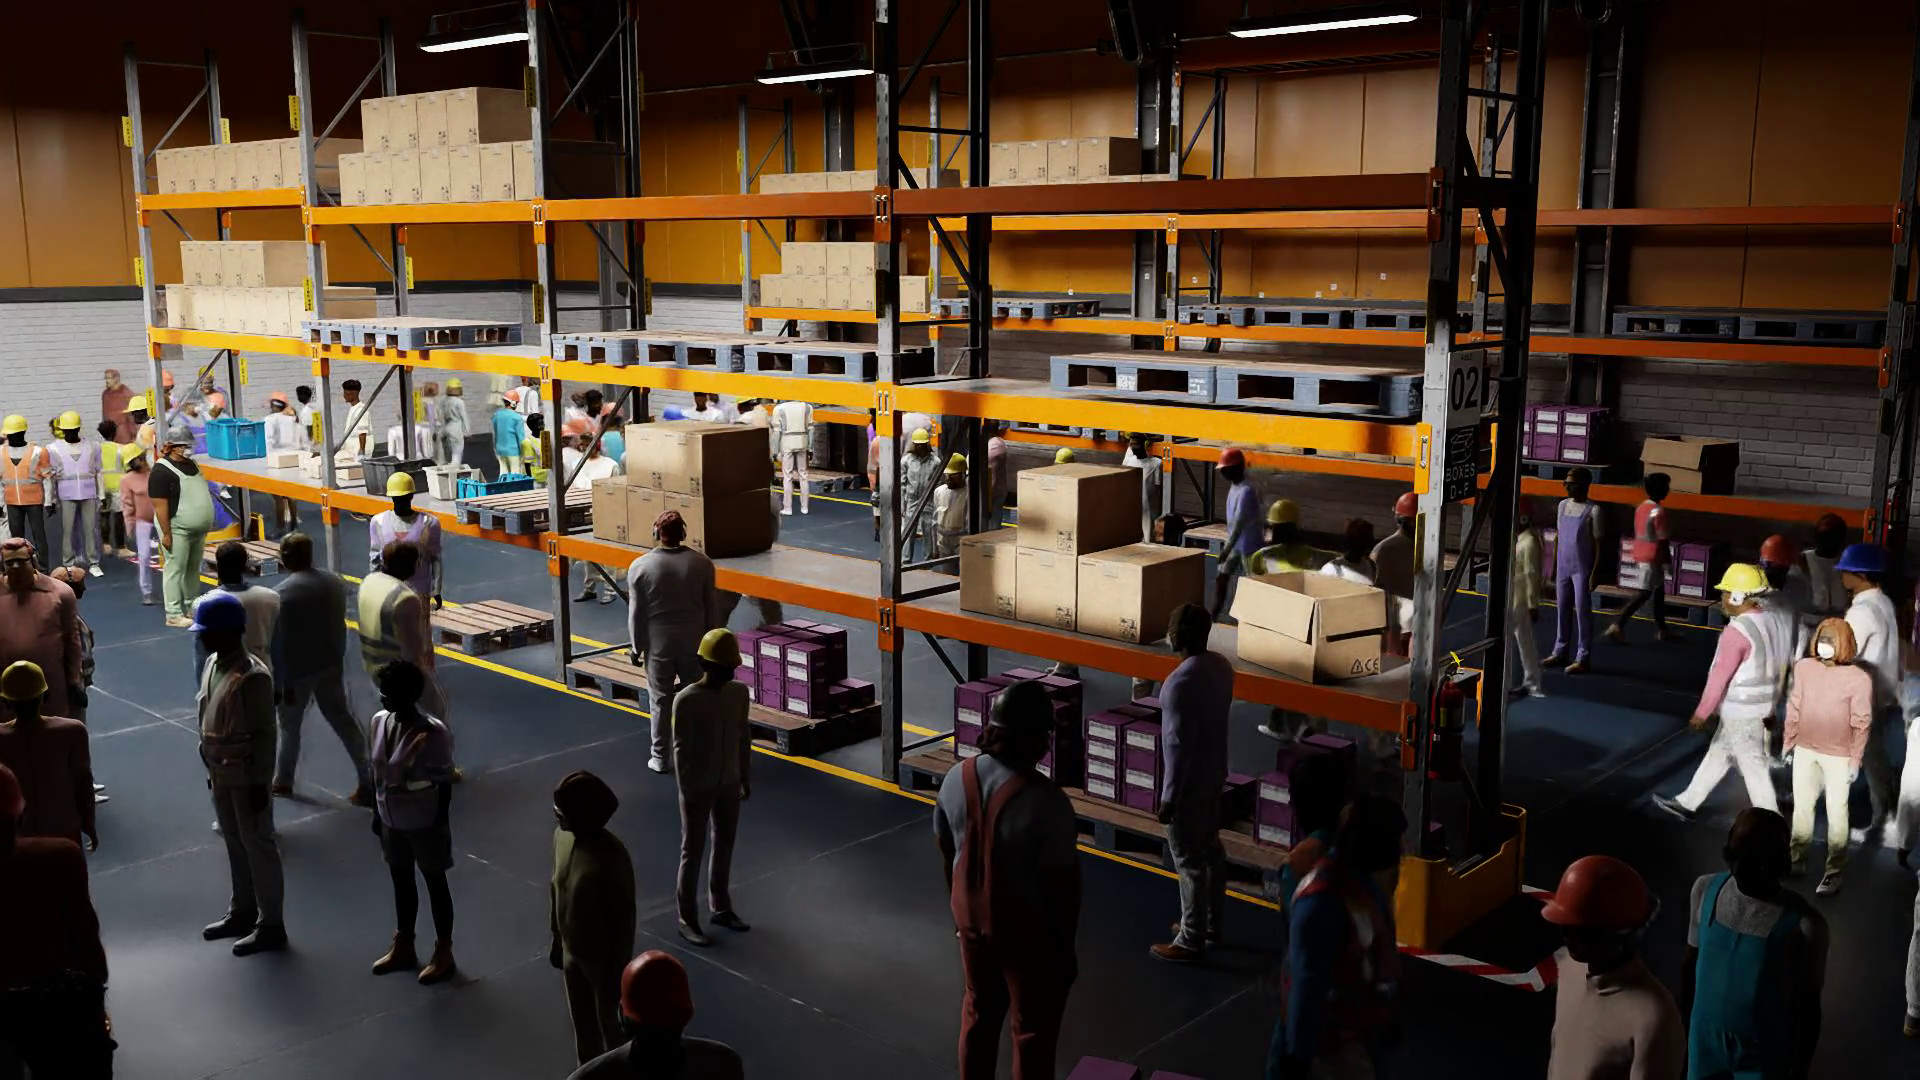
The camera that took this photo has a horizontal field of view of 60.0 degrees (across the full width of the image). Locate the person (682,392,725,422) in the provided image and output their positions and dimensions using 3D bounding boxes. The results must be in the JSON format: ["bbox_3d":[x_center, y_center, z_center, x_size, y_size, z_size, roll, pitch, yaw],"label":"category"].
[{"bbox_3d":[-3.467,-1.130,22.422,0.618,1.924,0.816,1,10,7],"label":"person"}]

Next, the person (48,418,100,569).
[{"bbox_3d":[-10.322,-0.540,19.444,0.555,1.795,1.021,-7,12,-36],"label":"person"}]

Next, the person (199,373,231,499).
[{"bbox_3d":[-11.154,-1.535,24.758,0.649,1.904,0.401,-8,13,-37],"label":"person"}]

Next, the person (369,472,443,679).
[{"bbox_3d":[-4.587,0.391,13.799,0.584,1.928,0.371,-1,10,-7],"label":"person"}]

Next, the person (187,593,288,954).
[{"bbox_3d":[-3.885,1.239,8.947,0.614,1.946,0.389,9,13,40],"label":"person"}]

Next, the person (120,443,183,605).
[{"bbox_3d":[-8.542,-0.186,17.612,0.562,1.734,0.376,-6,11,-29],"label":"person"}]

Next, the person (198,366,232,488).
[{"bbox_3d":[-11.637,-1.738,25.867,0.395,1.919,0.589,6,12,31],"label":"person"}]

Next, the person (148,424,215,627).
[{"bbox_3d":[-7.725,-0.160,16.595,0.539,2.000,0.684,1,10,7],"label":"person"}]

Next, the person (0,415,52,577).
[{"bbox_3d":[-10.427,-0.441,18.527,0.585,1.921,0.383,-1,10,-8],"label":"person"}]

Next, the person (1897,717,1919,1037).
[{"bbox_3d":[4.744,1.466,7.845,0.585,1.882,0.337,10,14,44],"label":"person"}]

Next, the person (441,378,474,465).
[{"bbox_3d":[-7.877,-1.662,25.996,0.510,1.721,0.417,8,13,39],"label":"person"}]

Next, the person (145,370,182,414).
[{"bbox_3d":[-11.272,-1.402,23.656,0.617,2.032,0.407,-2,10,-13],"label":"person"}]

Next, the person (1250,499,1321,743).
[{"bbox_3d":[2.453,0.653,12.435,0.590,1.902,0.829,-4,11,-24],"label":"person"}]

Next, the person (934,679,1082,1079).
[{"bbox_3d":[0.257,1.559,6.877,0.685,2.000,0.535,10,14,43],"label":"person"}]

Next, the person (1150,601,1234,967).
[{"bbox_3d":[1.228,1.275,8.770,0.352,1.937,0.635,6,12,31],"label":"person"}]

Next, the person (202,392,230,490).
[{"bbox_3d":[-10.679,-1.250,23.674,0.636,1.716,0.654,7,12,34],"label":"person"}]

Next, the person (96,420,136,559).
[{"bbox_3d":[-10.281,-0.613,20.179,0.551,1.675,0.410,-1,10,-6],"label":"person"}]

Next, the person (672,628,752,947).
[{"bbox_3d":[-1.320,1.328,9.016,0.373,1.752,0.516,9,14,42],"label":"person"}]

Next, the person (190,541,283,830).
[{"bbox_3d":[-4.626,0.956,10.724,0.609,1.884,0.488,-10,14,-44],"label":"person"}]

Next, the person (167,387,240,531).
[{"bbox_3d":[-9.883,-1.022,21.469,1.066,2.000,0.681,3,11,19],"label":"person"}]

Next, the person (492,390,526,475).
[{"bbox_3d":[-6.411,-1.280,23.791,0.573,1.738,0.351,5,11,28],"label":"person"}]

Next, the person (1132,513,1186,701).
[{"bbox_3d":[1.506,0.708,12.300,0.630,1.831,0.429,9,13,42],"label":"person"}]

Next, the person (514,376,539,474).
[{"bbox_3d":[-6.766,-1.739,26.007,0.567,1.878,0.352,8,13,38],"label":"person"}]

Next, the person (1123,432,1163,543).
[{"bbox_3d":[1.926,-0.262,17.714,0.526,1.856,0.349,7,12,36],"label":"person"}]

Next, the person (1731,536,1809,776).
[{"bbox_3d":[5.796,0.825,11.929,0.573,1.733,0.510,-1,10,-8],"label":"person"}]

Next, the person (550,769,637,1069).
[{"bbox_3d":[-1.548,1.746,6.971,0.498,1.633,0.280,9,13,41],"label":"person"}]

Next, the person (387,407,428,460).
[{"bbox_3d":[-7.509,-1.016,22.660,0.534,1.614,0.664,-5,11,-27],"label":"person"}]

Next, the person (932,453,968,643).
[{"bbox_3d":[-0.022,0.072,15.918,0.586,1.824,0.404,6,12,29],"label":"person"}]

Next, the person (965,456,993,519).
[{"bbox_3d":[0.242,-0.419,18.604,0.389,1.847,0.563,-5,11,-26],"label":"person"}]

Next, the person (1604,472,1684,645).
[{"bbox_3d":[6.522,0.178,15.749,0.803,1.667,0.539,0,10,1],"label":"person"}]

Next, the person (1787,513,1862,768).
[{"bbox_3d":[6.302,0.729,12.099,0.577,1.849,0.849,0,10,1],"label":"person"}]

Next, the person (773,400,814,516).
[{"bbox_3d":[-2.344,-1.300,23.361,0.595,1.925,0.370,-4,11,-24],"label":"person"}]

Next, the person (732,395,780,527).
[{"bbox_3d":[-2.767,-1.073,22.250,0.700,1.864,0.605,5,11,27],"label":"person"}]

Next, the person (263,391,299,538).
[{"bbox_3d":[-8.917,-0.976,21.684,0.391,1.892,0.737,3,11,18],"label":"person"}]

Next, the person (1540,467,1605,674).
[{"bbox_3d":[5.455,0.263,14.758,0.329,1.844,0.516,-5,11,-26],"label":"person"}]

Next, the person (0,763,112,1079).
[{"bbox_3d":[-3.468,1.733,6.071,0.703,1.980,0.627,10,14,43],"label":"person"}]
